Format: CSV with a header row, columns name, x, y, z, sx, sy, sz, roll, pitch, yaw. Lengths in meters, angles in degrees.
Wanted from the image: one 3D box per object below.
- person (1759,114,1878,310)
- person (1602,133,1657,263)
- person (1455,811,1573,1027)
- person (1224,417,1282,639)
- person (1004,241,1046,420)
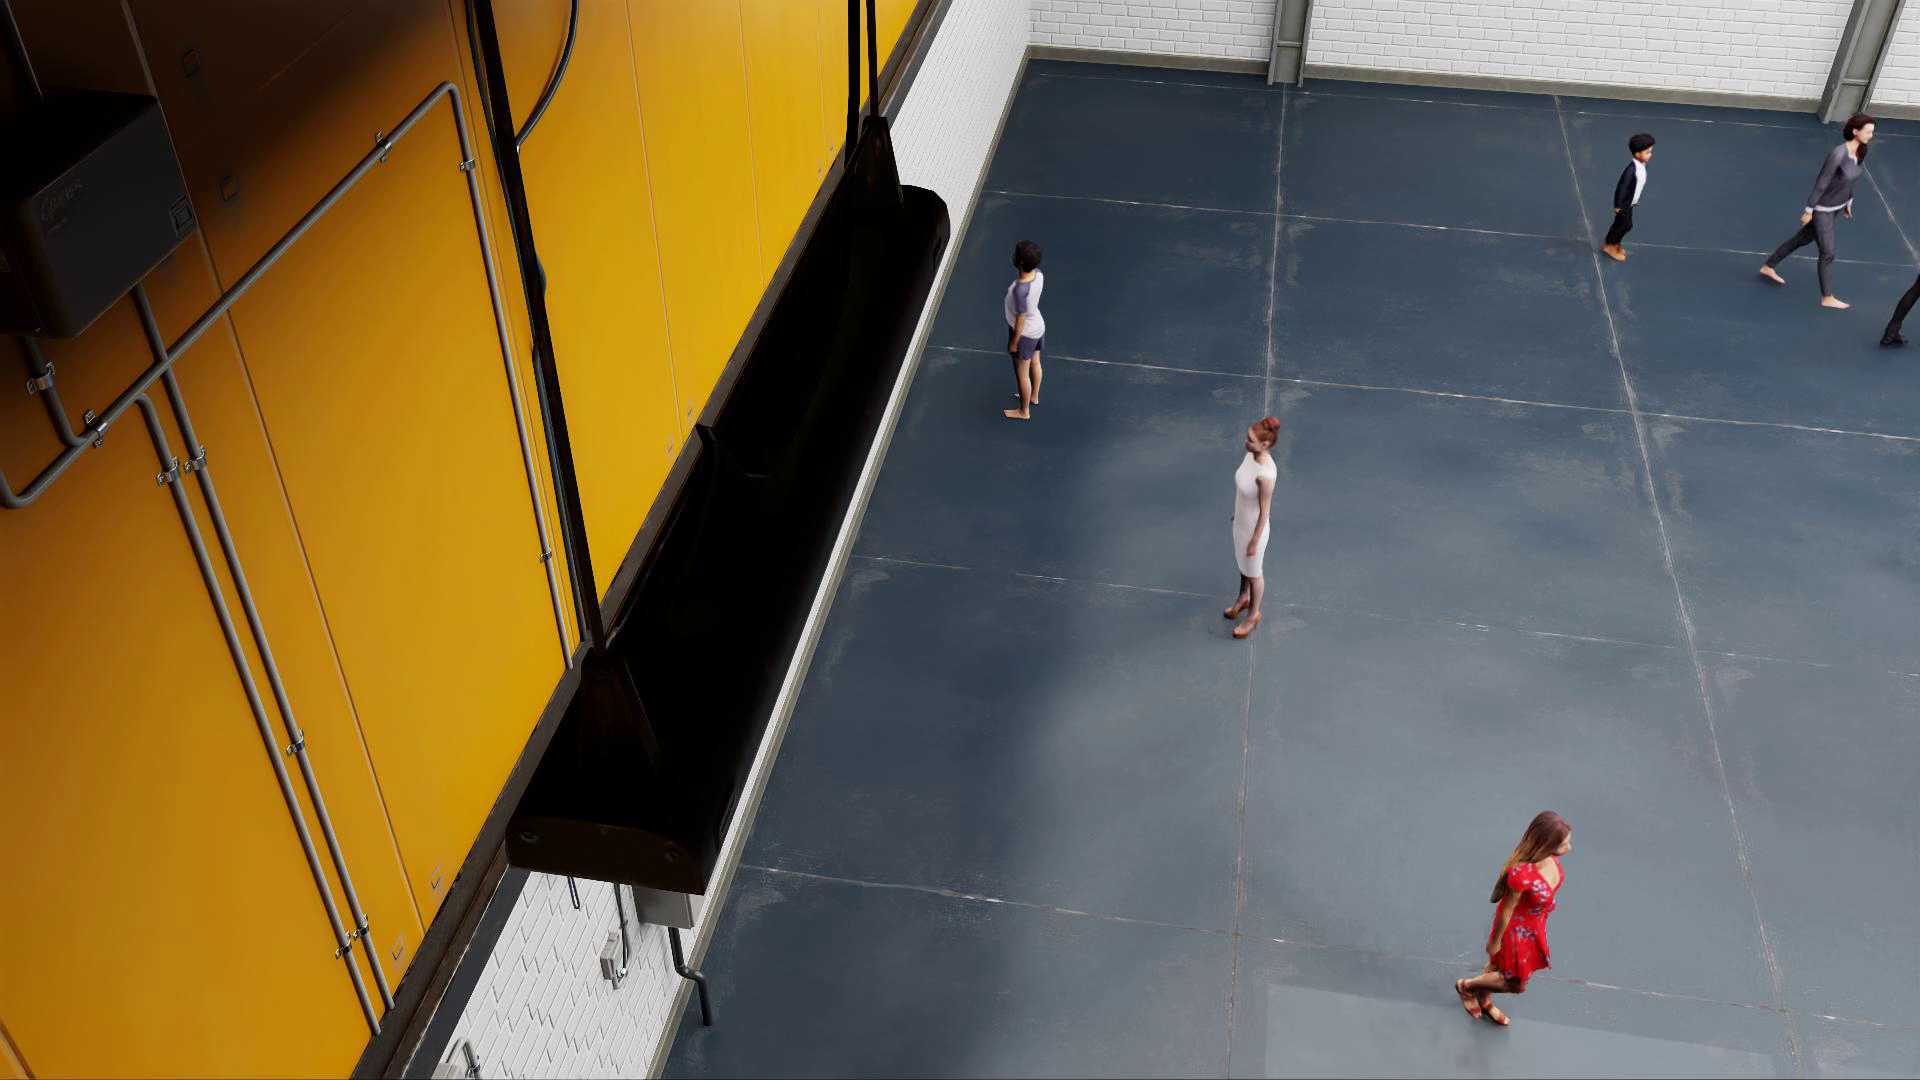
name,x,y,z,sx,sy,sz,roll,pitch,yaw
person,7.607,-2.964,14.772,1.052,1.718,1.194,-30,47,-32
person,6.166,-3.214,15.487,0.647,1.215,0.603,30,48,32
person,2.836,1.965,8.707,0.795,1.584,0.728,29,47,31
person,1.957,-0.080,11.099,0.597,1.794,0.636,-5,39,-6
person,0.528,-1.694,13.304,0.601,1.565,0.614,16,41,19
